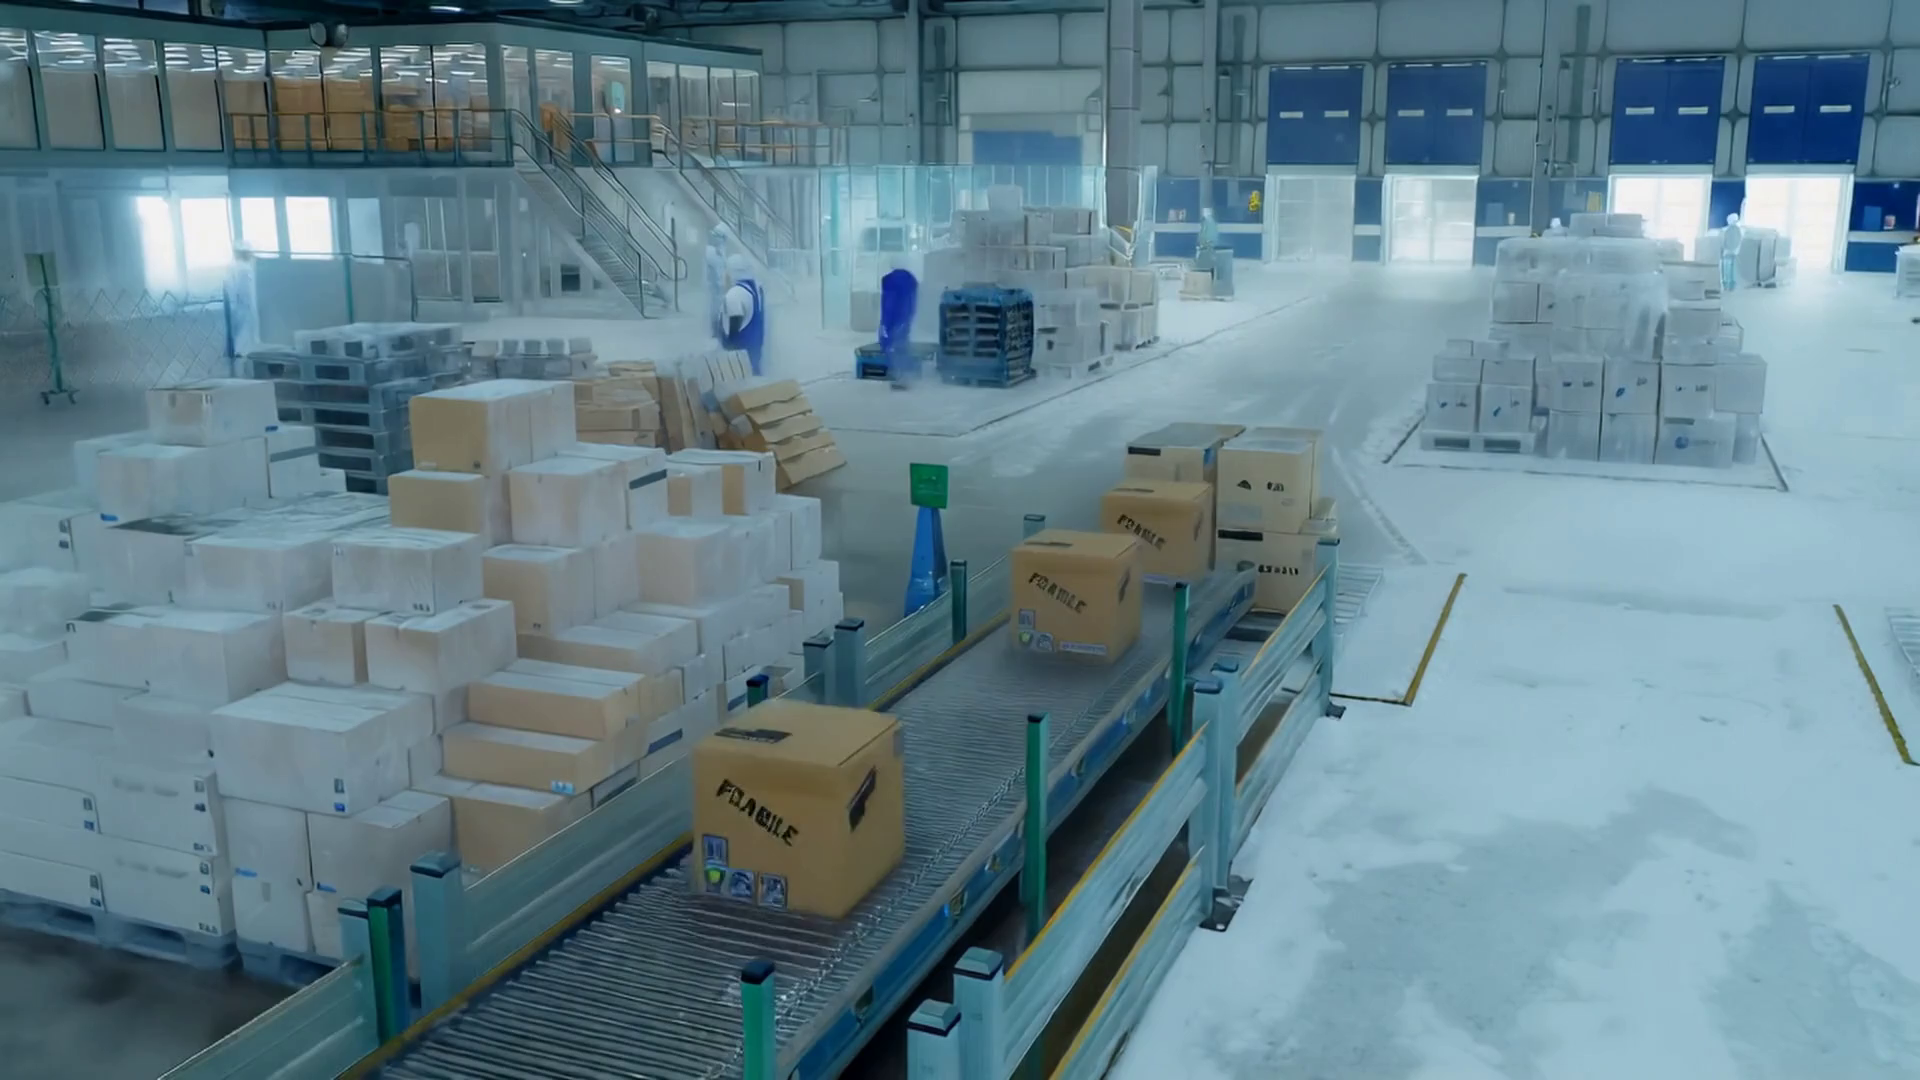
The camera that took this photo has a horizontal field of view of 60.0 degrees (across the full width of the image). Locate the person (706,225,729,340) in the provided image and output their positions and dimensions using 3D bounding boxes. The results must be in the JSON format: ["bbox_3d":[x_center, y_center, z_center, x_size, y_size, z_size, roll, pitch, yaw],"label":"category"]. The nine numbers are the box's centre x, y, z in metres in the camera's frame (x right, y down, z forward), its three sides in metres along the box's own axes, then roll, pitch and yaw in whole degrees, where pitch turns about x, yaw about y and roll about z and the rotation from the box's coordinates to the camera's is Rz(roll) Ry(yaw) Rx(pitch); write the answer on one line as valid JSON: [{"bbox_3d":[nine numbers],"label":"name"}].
[{"bbox_3d":[-4.287,-4.606,29.751,0.395,2.039,0.606,4,13,16],"label":"person"}]

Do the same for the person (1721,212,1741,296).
[{"bbox_3d":[18.487,-6.857,39.946,0.375,1.995,0.611,-1,13,-4],"label":"person"}]

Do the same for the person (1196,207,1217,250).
[{"bbox_3d":[7.428,-9.104,50.270,0.610,1.878,0.955,-10,16,-38],"label":"person"}]

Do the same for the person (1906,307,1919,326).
[{"bbox_3d":[18.973,-5.064,32.326,1.038,1.808,0.504,-5,14,-23],"label":"person"}]

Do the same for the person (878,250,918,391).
[{"bbox_3d":[-0.867,-3.003,22.819,0.658,1.922,0.448,-12,17,-43],"label":"person"}]

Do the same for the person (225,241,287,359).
[{"bbox_3d":[-11.393,-3.838,26.663,1.035,1.879,0.553,2,13,7],"label":"person"}]

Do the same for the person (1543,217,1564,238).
[{"bbox_3d":[14.790,-7.113,41.441,0.634,1.841,0.429,-7,14,-28],"label":"person"}]

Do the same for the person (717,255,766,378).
[{"bbox_3d":[-2.602,-2.349,19.620,0.537,2.000,0.674,5,14,22],"label":"person"}]

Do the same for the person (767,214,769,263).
[{"bbox_3d":[-5.663,-8.596,48.096,0.627,1.843,0.429,-4,13,-17],"label":"person"}]
